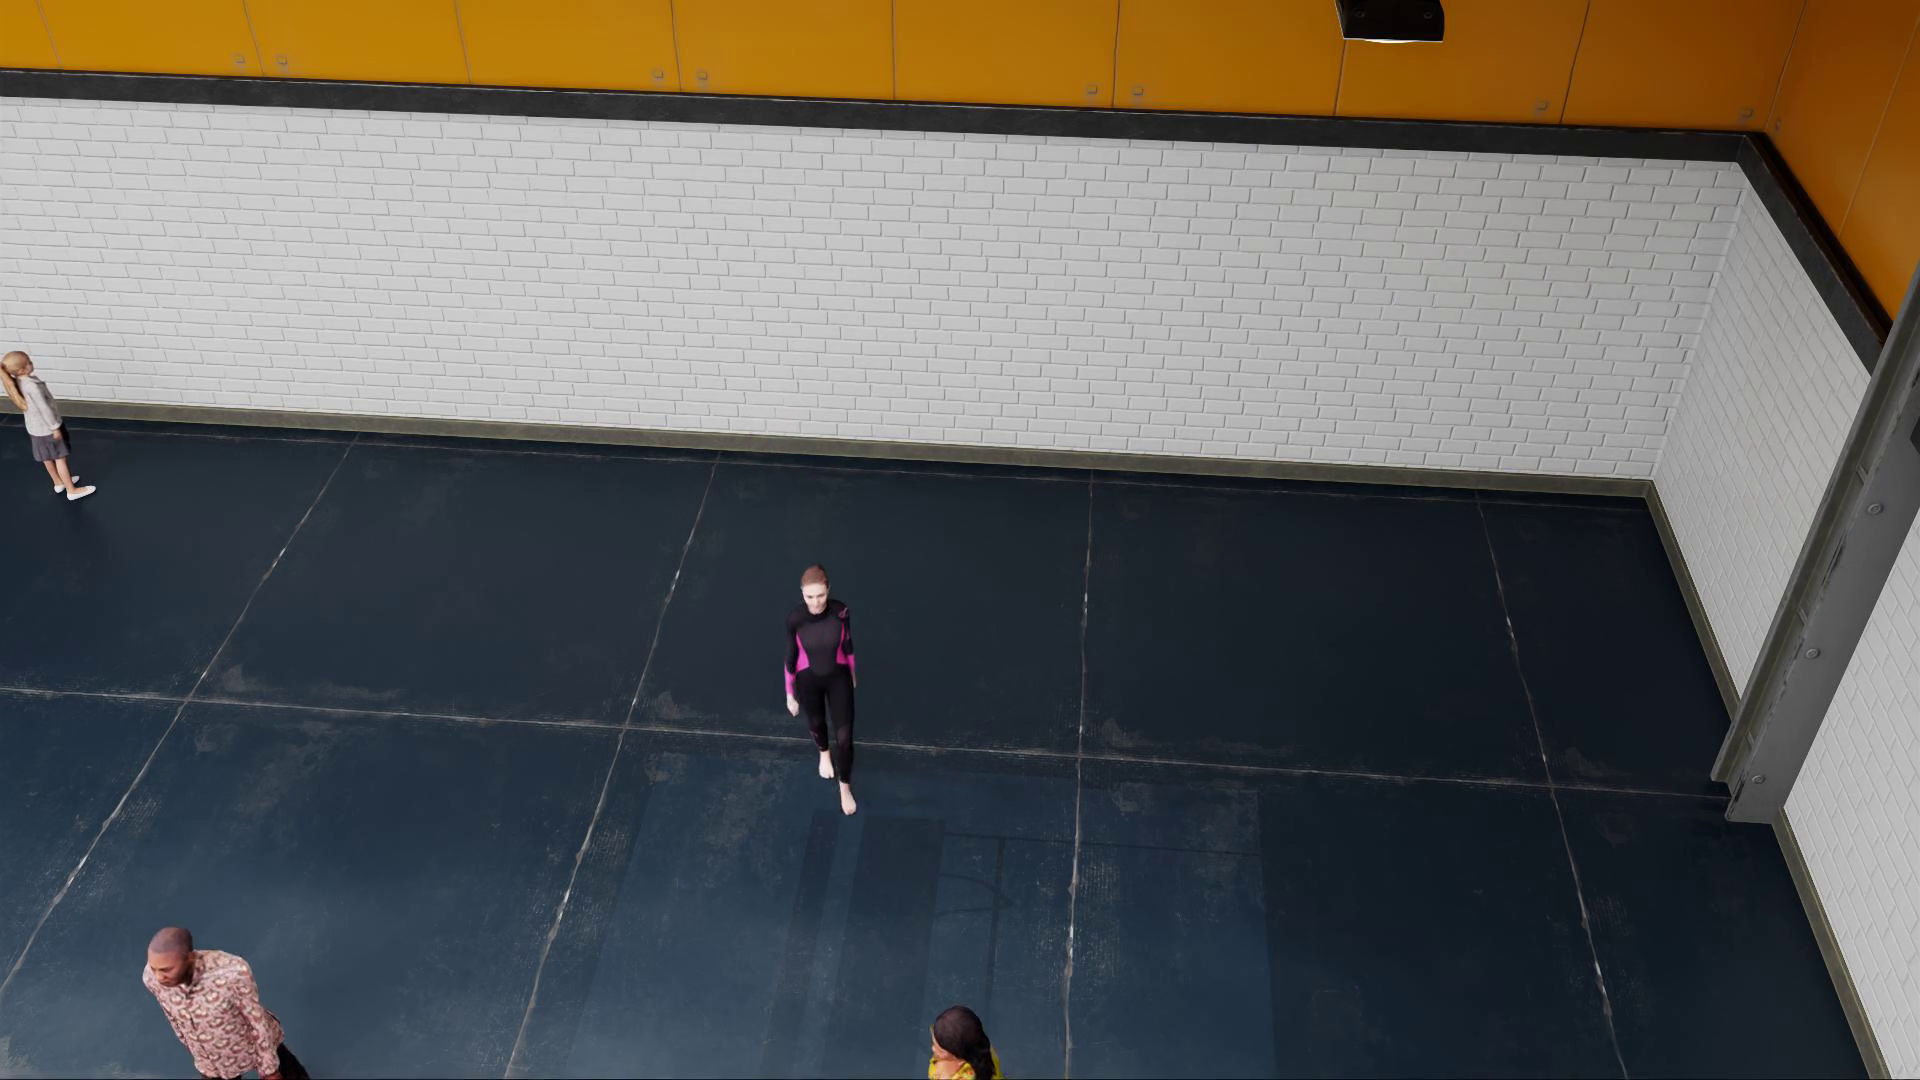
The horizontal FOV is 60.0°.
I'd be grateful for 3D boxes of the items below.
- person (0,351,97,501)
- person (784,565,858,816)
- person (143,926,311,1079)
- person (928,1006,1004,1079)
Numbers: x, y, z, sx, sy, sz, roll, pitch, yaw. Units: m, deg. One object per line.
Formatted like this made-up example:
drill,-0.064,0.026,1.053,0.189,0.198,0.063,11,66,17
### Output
person,-6.963,-0.885,12.624,0.596,1.275,0.644,27,46,29
person,-0.842,0.808,10.144,0.727,1.724,0.895,-7,39,-8
person,-3.521,2.385,8.138,0.857,1.764,1.221,-5,39,-6
person,0.104,2.714,7.832,1.012,1.631,0.931,-15,41,-18
